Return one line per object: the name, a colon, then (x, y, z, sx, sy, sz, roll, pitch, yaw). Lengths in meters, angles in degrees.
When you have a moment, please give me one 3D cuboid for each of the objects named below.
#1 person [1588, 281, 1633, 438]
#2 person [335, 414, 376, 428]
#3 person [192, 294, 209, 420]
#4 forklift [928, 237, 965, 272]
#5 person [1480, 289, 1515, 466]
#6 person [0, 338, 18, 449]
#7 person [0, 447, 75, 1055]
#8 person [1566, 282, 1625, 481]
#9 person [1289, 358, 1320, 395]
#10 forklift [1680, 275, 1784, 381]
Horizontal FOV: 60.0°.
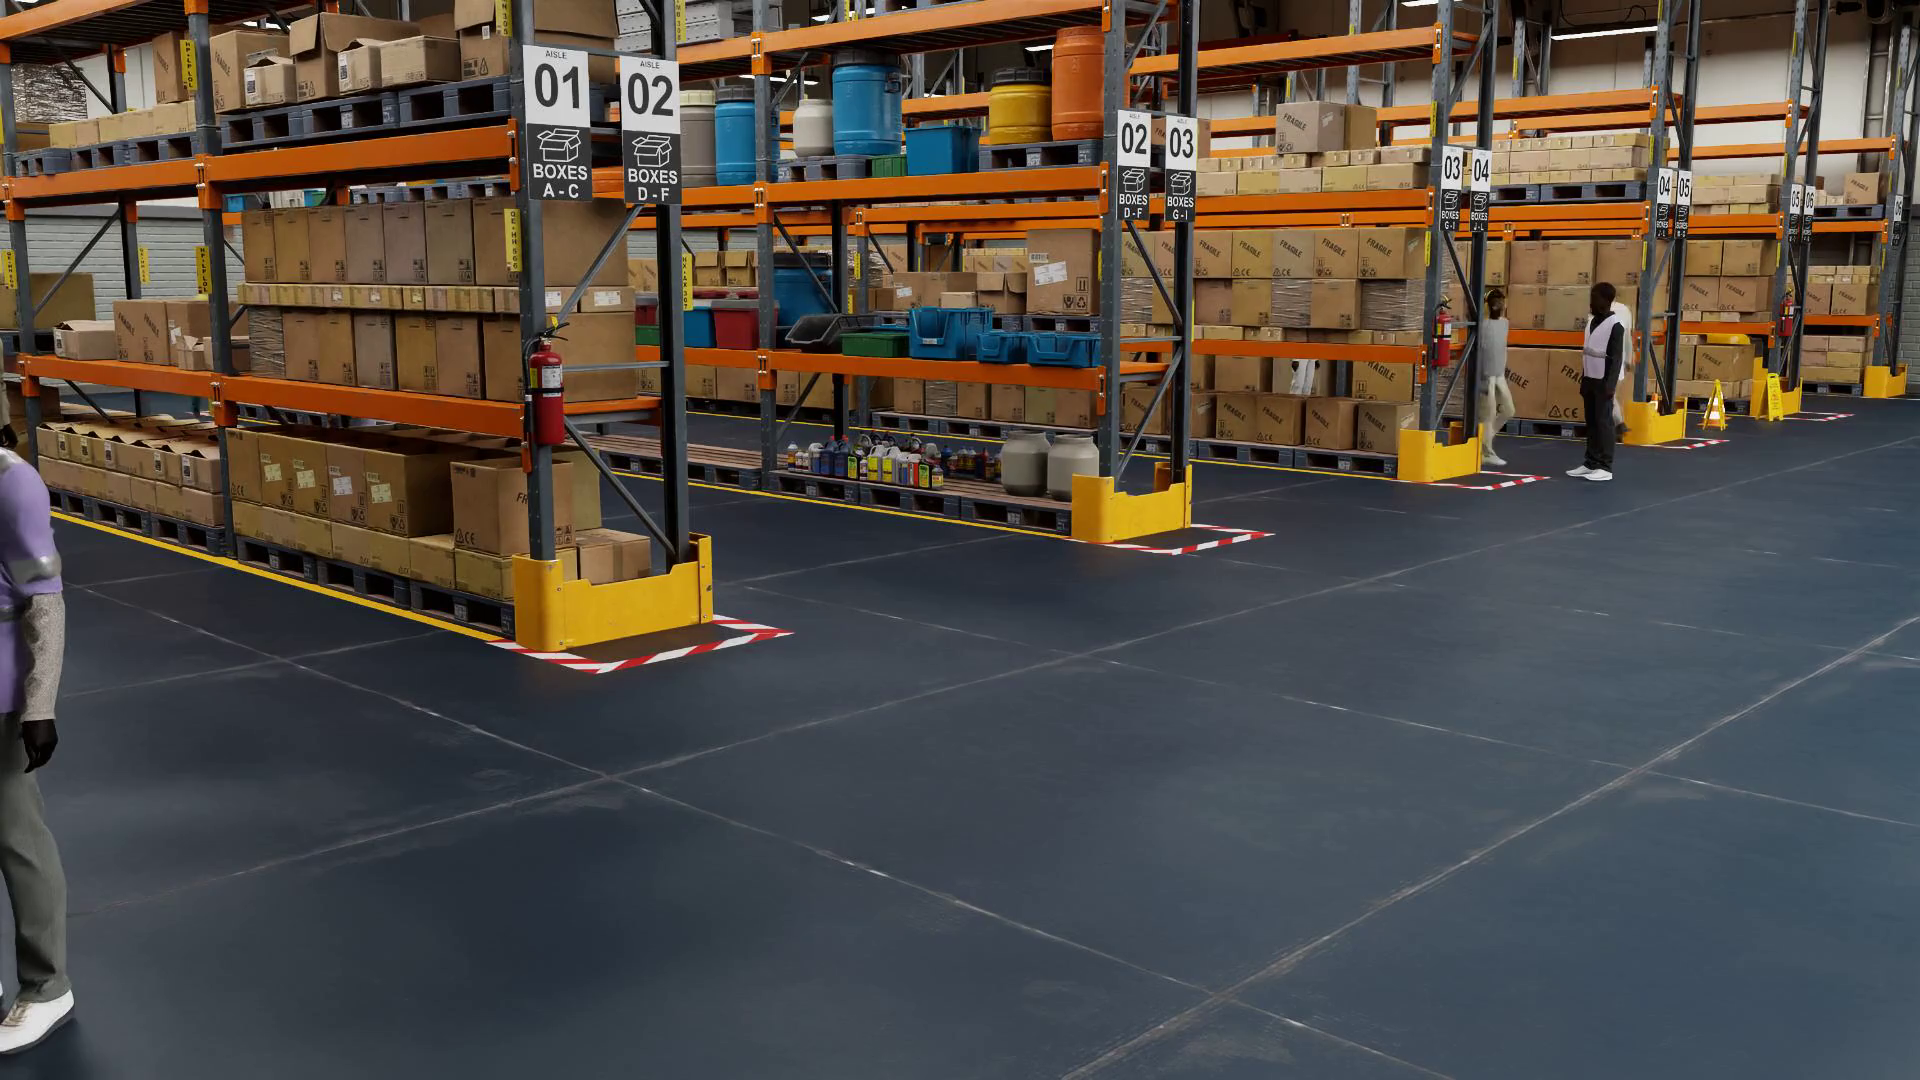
person: (7.583, -2.078, 19.540, 0.691, 1.901, 0.435, -5, 10, -28)
person: (-5.912, -1.443, 16.227, 0.554, 1.714, 0.934, -7, 12, -38)
person: (-10.051, -2.419, 22.147, 0.532, 1.744, 0.776, -8, 12, -40)
forklift: (-0.326, -5.817, 39.609, 1.129, 2.768, 1.873, 9, 13, 43)
person: (5.588, -1.691, 17.368, 0.541, 1.841, 0.387, -7, 11, -35)
person: (-6.740, -0.791, 11.396, 0.388, 1.987, 0.608, 2, 10, 13)
person: (-2.624, 0.390, 4.343, 0.594, 1.922, 0.385, 3, 10, 17)
person: (6.270, -1.553, 16.283, 0.393, 1.918, 0.591, -1, 9, -8)
person: (4.367, -2.313, 21.040, 0.337, 1.882, 0.583, 8, 12, 41)
forklift: (12.480, -3.427, 27.053, 1.214, 2.155, 2.313, 9, 13, 43)
